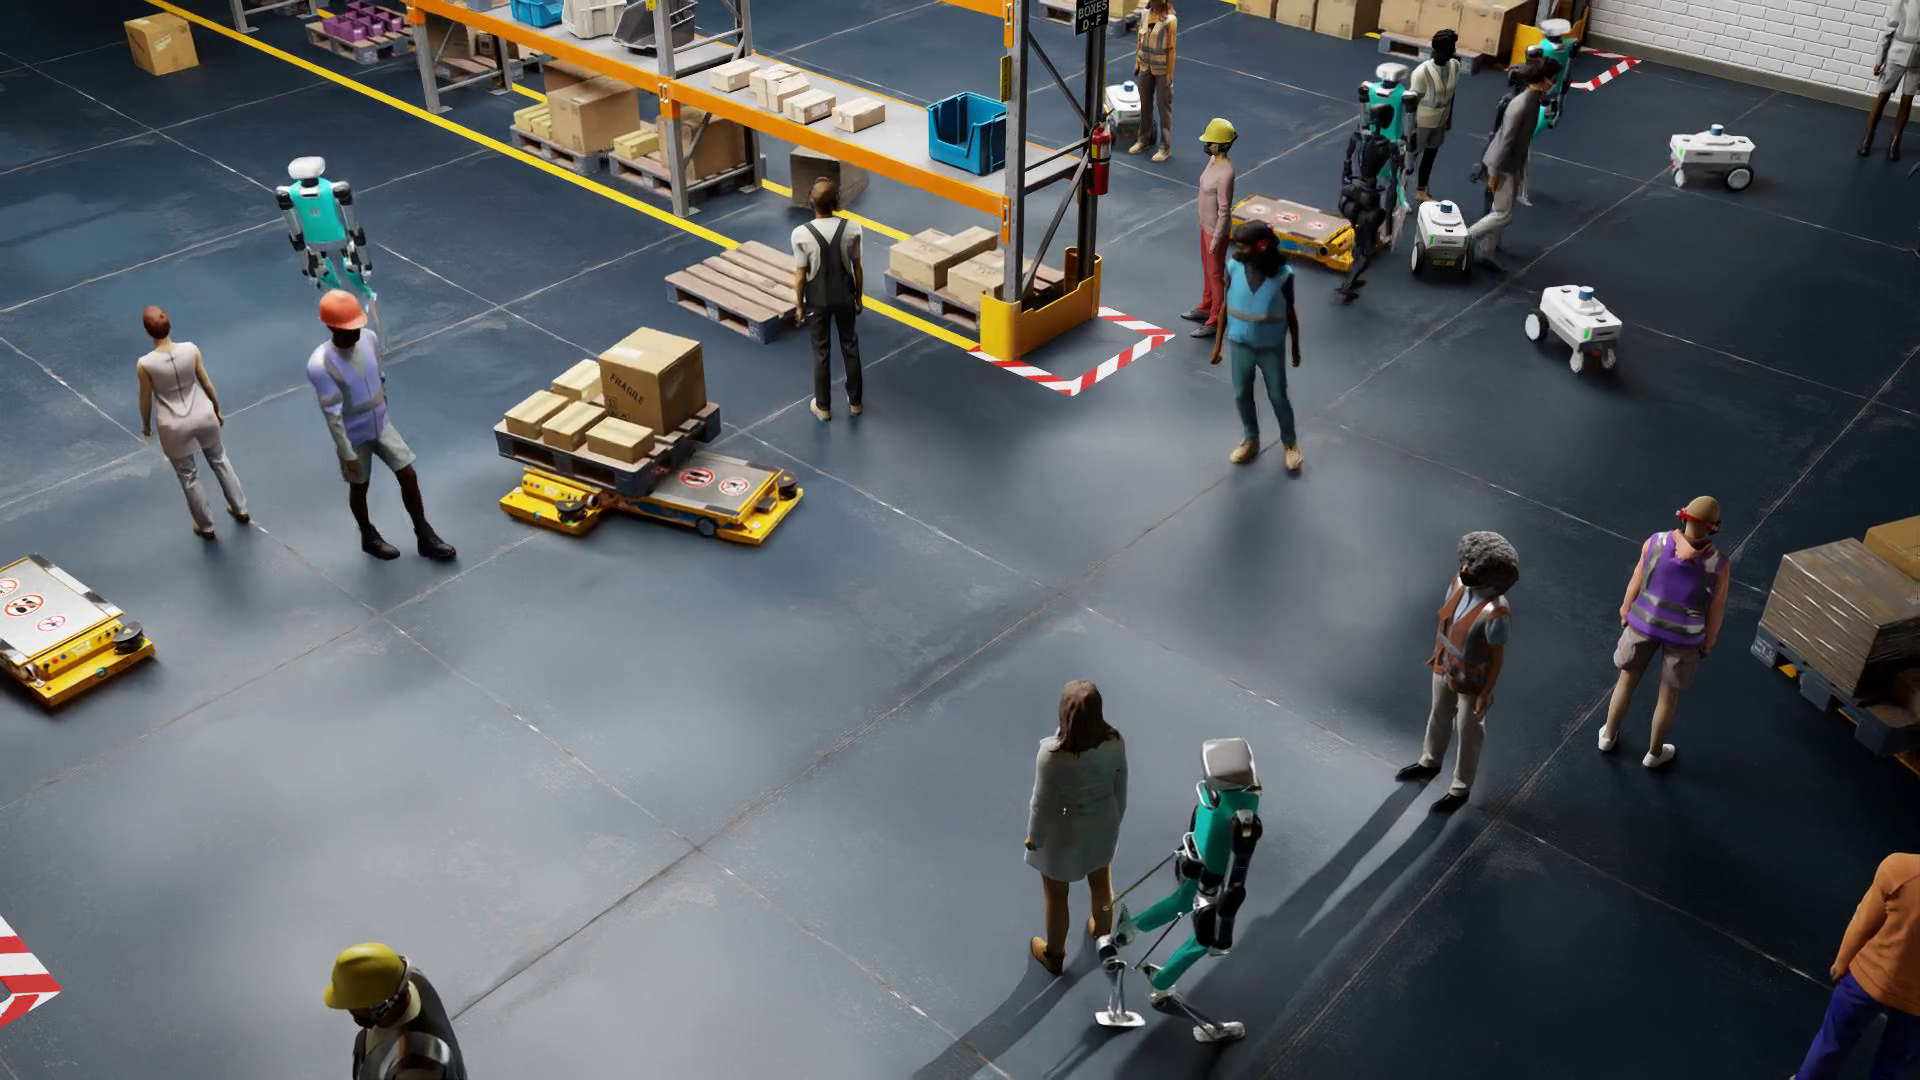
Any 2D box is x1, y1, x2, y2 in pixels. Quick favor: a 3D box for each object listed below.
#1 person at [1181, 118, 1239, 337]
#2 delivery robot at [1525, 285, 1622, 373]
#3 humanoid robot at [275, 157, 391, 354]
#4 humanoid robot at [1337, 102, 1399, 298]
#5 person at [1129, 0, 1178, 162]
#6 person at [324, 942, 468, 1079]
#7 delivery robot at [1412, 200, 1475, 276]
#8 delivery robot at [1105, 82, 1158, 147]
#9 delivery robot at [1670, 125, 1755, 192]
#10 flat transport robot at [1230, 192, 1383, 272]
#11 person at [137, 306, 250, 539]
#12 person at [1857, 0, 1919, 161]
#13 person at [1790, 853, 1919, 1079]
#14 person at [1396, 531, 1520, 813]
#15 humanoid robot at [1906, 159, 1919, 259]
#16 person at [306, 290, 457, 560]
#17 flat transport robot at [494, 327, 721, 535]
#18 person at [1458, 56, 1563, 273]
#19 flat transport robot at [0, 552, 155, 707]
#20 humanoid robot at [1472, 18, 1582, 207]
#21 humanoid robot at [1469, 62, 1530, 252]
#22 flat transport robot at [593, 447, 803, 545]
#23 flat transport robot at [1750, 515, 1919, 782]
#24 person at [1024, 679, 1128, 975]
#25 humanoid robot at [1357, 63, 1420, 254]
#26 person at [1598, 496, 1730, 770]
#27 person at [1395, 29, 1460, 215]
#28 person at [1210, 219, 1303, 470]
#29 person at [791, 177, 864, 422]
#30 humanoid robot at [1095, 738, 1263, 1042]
[{"bbox_3d":[1.973,-2.446,13.036,0.309,1.768,0.521,-3,35,-4],"label":"person"},{"bbox_3d":[4.838,-1.701,13.027,0.499,0.598,0.798,-8,35,-11],"label":"delivery robot"},{"bbox_3d":[-4.713,-2.121,12.643,0.541,1.821,0.785,-5,35,-7],"label":"humanoid robot"},{"bbox_3d":[3.316,-2.784,13.612,0.436,1.636,0.609,-22,40,-29],"label":"humanoid robot"},{"bbox_3d":[1.876,-4.546,16.078,0.345,1.770,0.460,-29,44,-35],"label":"person"},{"bbox_3d":[-2.046,2.179,6.294,0.403,1.817,0.599,-14,37,-20],"label":"person"},{"bbox_3d":[4.164,-2.642,14.374,0.499,0.581,0.774,3,35,4],"label":"delivery robot"},{"bbox_3d":[1.699,-4.313,16.824,0.499,0.614,0.818,-4,35,-5],"label":"delivery robot"},{"bbox_3d":[7.177,-3.658,15.864,0.773,0.601,0.524,2,35,3],"label":"delivery robot"},{"bbox_3d":[2.968,-2.756,14.803,1.431,0.231,0.659,24,41,30],"label":"flat transport robot"},{"bbox_3d":[-4.979,-0.751,10.678,0.458,1.655,0.341,-30,44,-36],"label":"person"},{"bbox_3d":[9.153,-4.635,16.072,0.546,1.926,0.388,13,37,19],"label":"person"},{"bbox_3d":[3.828,1.778,6.739,0.522,1.972,0.401,18,39,25],"label":"person"},{"bbox_3d":[2.589,0.681,8.570,0.305,1.688,0.438,-12,37,-17],"label":"person"},{"bbox_3d":[8.482,-3.224,14.244,0.590,1.647,0.332,-1,35,-1],"label":"humanoid robot"},{"bbox_3d":[-3.613,-0.648,10.307,0.783,1.913,0.554,19,39,26],"label":"person"},{"bbox_3d":[-2.482,-0.535,11.585,0.659,0.231,1.431,17,38,23],"label":"flat transport robot"},{"bbox_3d":[4.581,-3.127,13.925,0.528,1.858,0.572,20,39,26],"label":"person"},{"bbox_3d":[-5.584,0.509,10.073,1.431,0.231,0.659,24,41,30],"label":"flat transport robot"},{"bbox_3d":[5.159,-4.017,15.374,0.558,1.787,0.942,-11,36,-15],"label":"humanoid robot"},{"bbox_3d":[4.655,-3.304,14.355,0.368,1.657,0.588,29,44,35],"label":"humanoid robot"},{"bbox_3d":[-1.853,-0.348,11.314,1.431,0.231,0.659,13,37,18],"label":"flat transport robot"},{"bbox_3d":[5.340,0.907,9.497,0.659,0.231,1.431,-12,36,-17],"label":"flat transport robot"},{"bbox_3d":[0.529,1.317,7.675,0.497,1.659,0.337,-13,37,-18],"label":"person"},{"bbox_3d":[3.723,-3.240,14.288,0.534,1.859,0.804,25,42,31],"label":"humanoid robot"},{"bbox_3d":[3.748,0.492,8.842,0.494,1.693,0.347,22,40,28],"label":"person"},{"bbox_3d":[4.246,-3.791,15.053,0.534,1.693,0.321,-18,38,-24],"label":"person"},{"bbox_3d":[2.067,-1.328,11.354,0.660,1.835,0.419,14,37,19],"label":"person"},{"bbox_3d":[-0.932,-1.711,11.902,0.504,1.846,0.349,-9,36,-12],"label":"person"},{"bbox_3d":[0.883,1.593,7.228,0.884,1.781,0.555,-5,35,-7],"label":"humanoid robot"}]
